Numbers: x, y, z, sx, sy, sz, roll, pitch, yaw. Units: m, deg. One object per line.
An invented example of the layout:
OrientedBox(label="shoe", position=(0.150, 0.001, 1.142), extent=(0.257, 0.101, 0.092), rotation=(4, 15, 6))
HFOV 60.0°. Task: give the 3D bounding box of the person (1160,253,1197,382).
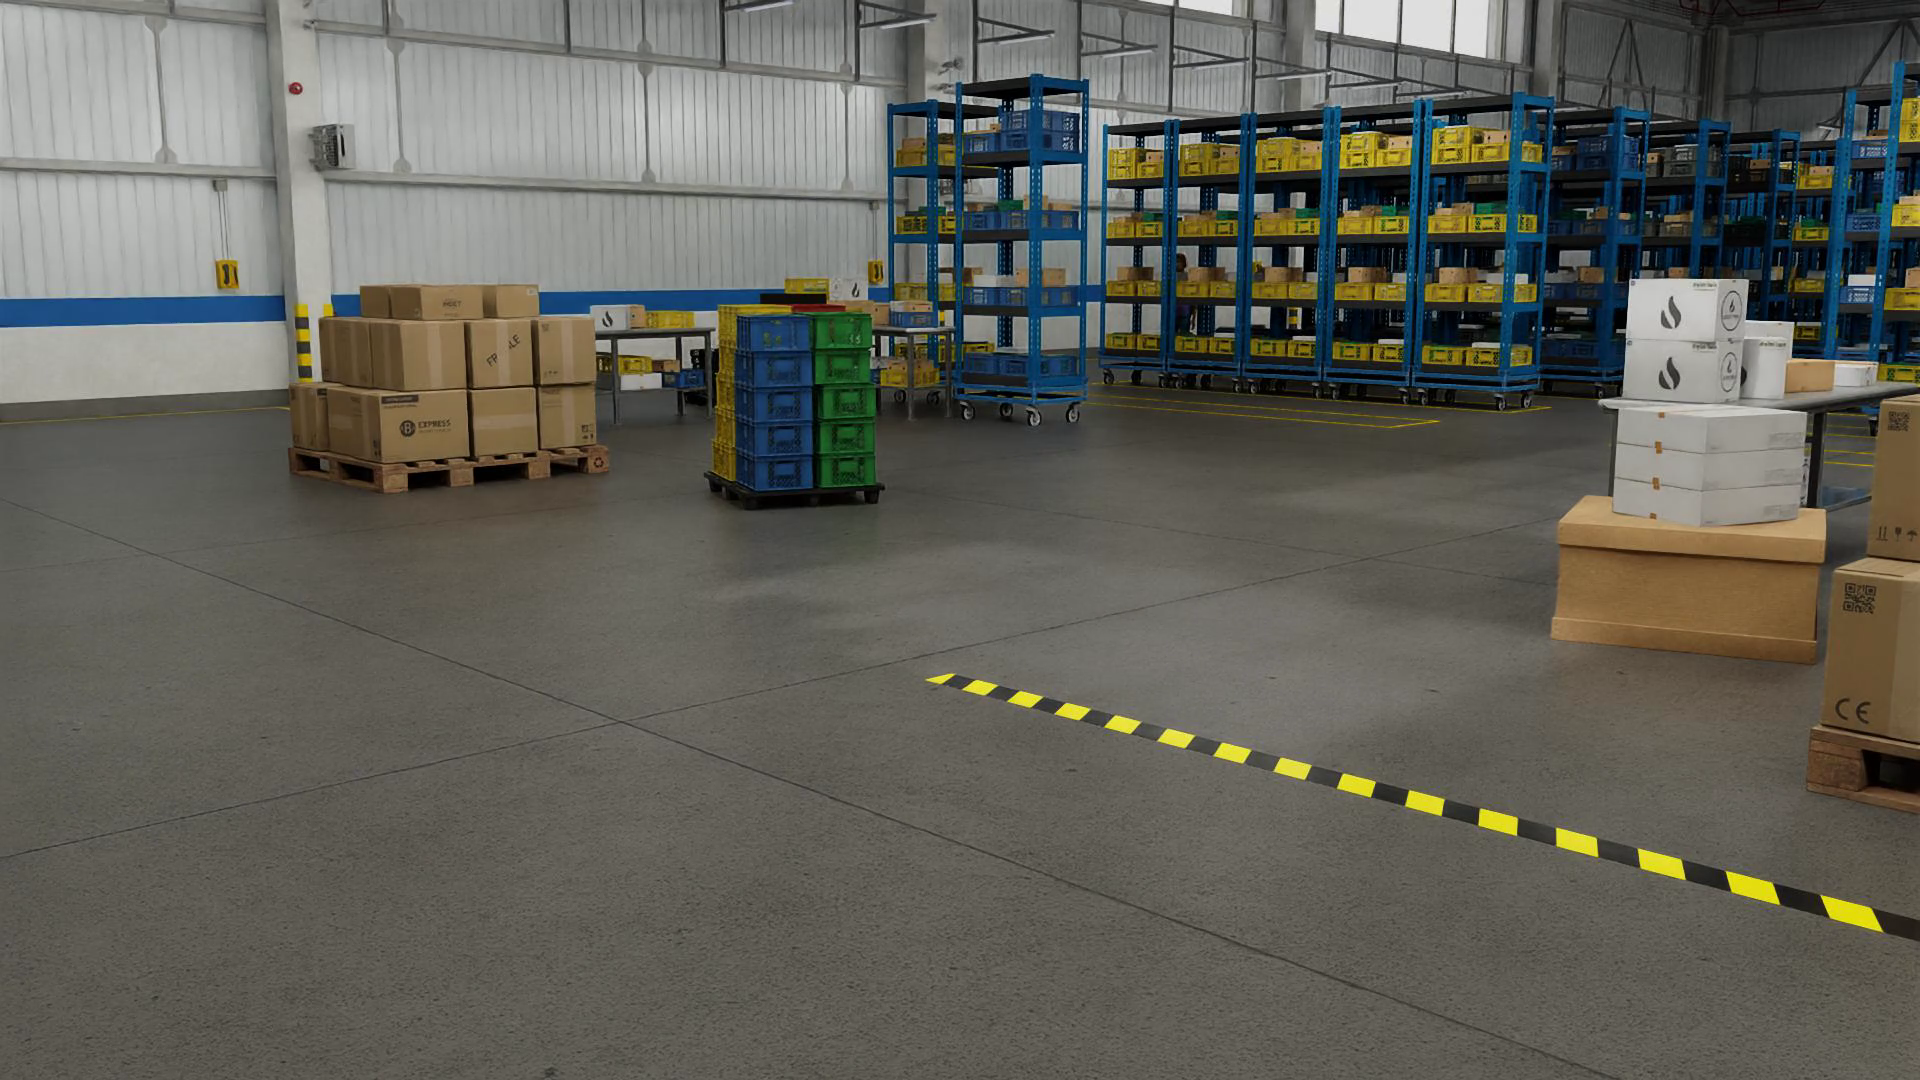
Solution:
OrientedBox(label="person", position=(3.169, -3.210, 24.022), extent=(0.572, 1.843, 0.373), rotation=(7, 12, 35))
